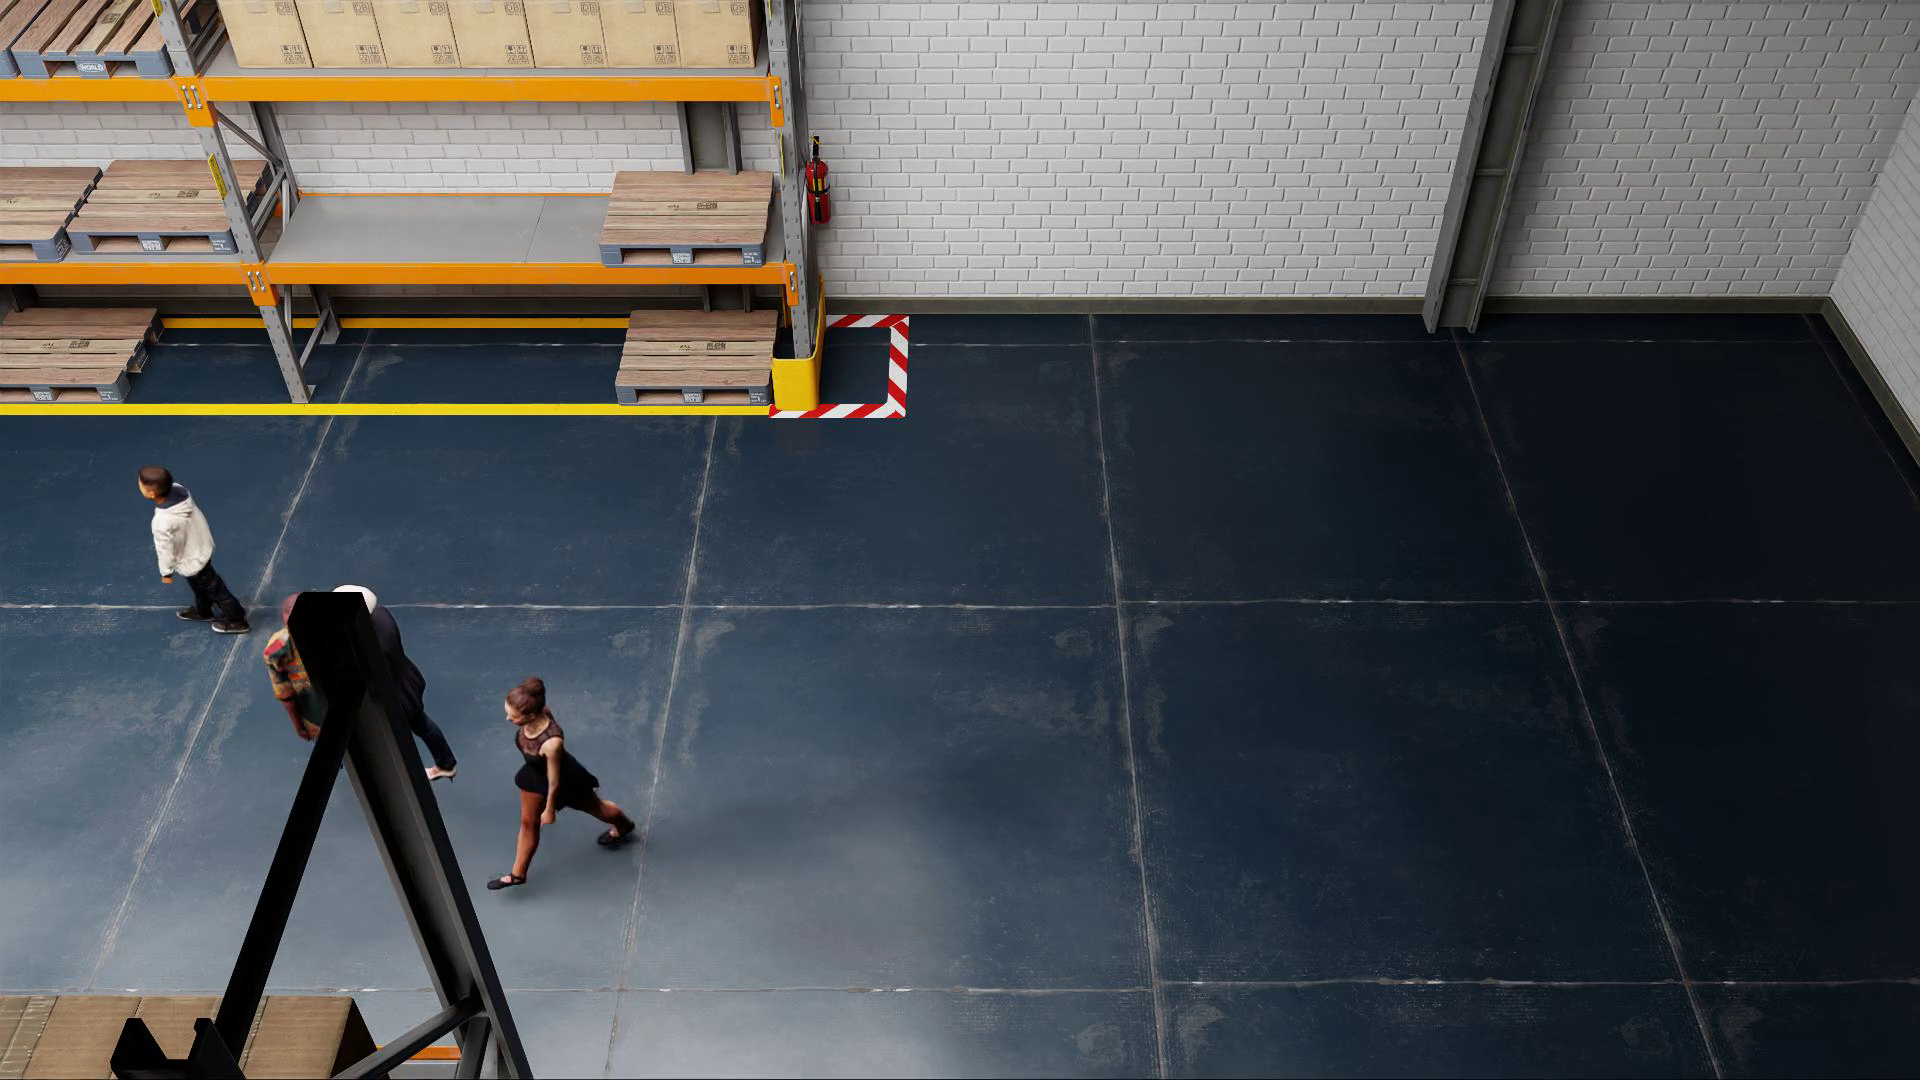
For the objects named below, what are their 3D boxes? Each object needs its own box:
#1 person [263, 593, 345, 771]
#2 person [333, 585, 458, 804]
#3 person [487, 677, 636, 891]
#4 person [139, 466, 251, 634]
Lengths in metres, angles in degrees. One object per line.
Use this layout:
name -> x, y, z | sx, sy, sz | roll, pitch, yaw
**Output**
person -> -3.656, 0.937, 9.717 | 1.034, 1.790, 0.977 | -17, 46, -17
person -> -3.079, 0.838, 9.058 | 0.645, 1.778, 0.754 | 7, 44, 7
person -> -2.199, 1.330, 9.424 | 1.188, 1.626, 1.036 | -27, 50, -25
person -> -4.945, 0.080, 10.870 | 0.740, 1.440, 0.623 | -2, 44, -2
